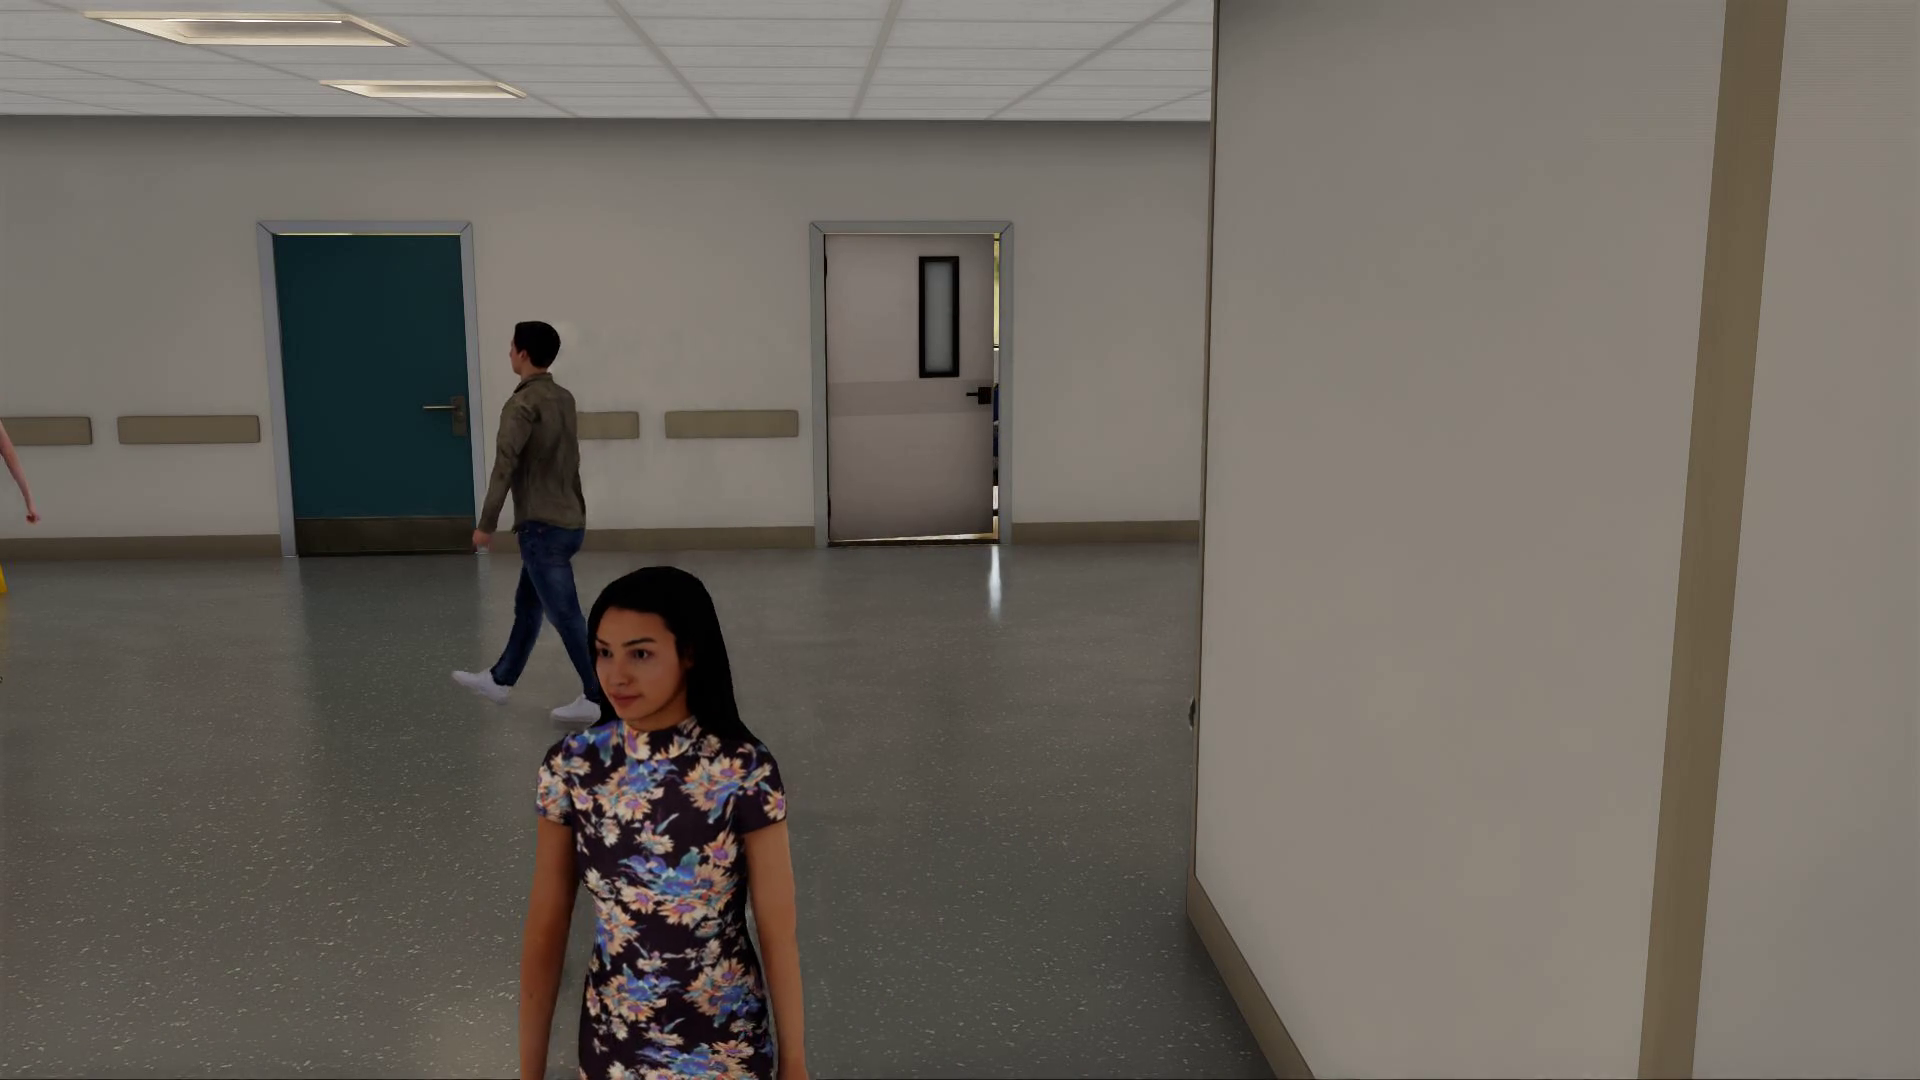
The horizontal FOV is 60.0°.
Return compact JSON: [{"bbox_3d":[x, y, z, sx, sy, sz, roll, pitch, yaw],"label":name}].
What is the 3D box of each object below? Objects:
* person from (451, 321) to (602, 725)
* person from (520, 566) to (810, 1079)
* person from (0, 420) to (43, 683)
[{"bbox_3d":[-1.785,-0.036,7.520,1.163,1.827,0.885,2,11,9],"label":"person"},{"bbox_3d":[-0.470,0.892,2.928,0.807,1.714,0.810,2,11,11],"label":"person"},{"bbox_3d":[-4.977,-0.151,8.181,0.925,1.805,0.880,7,13,31],"label":"person"}]
